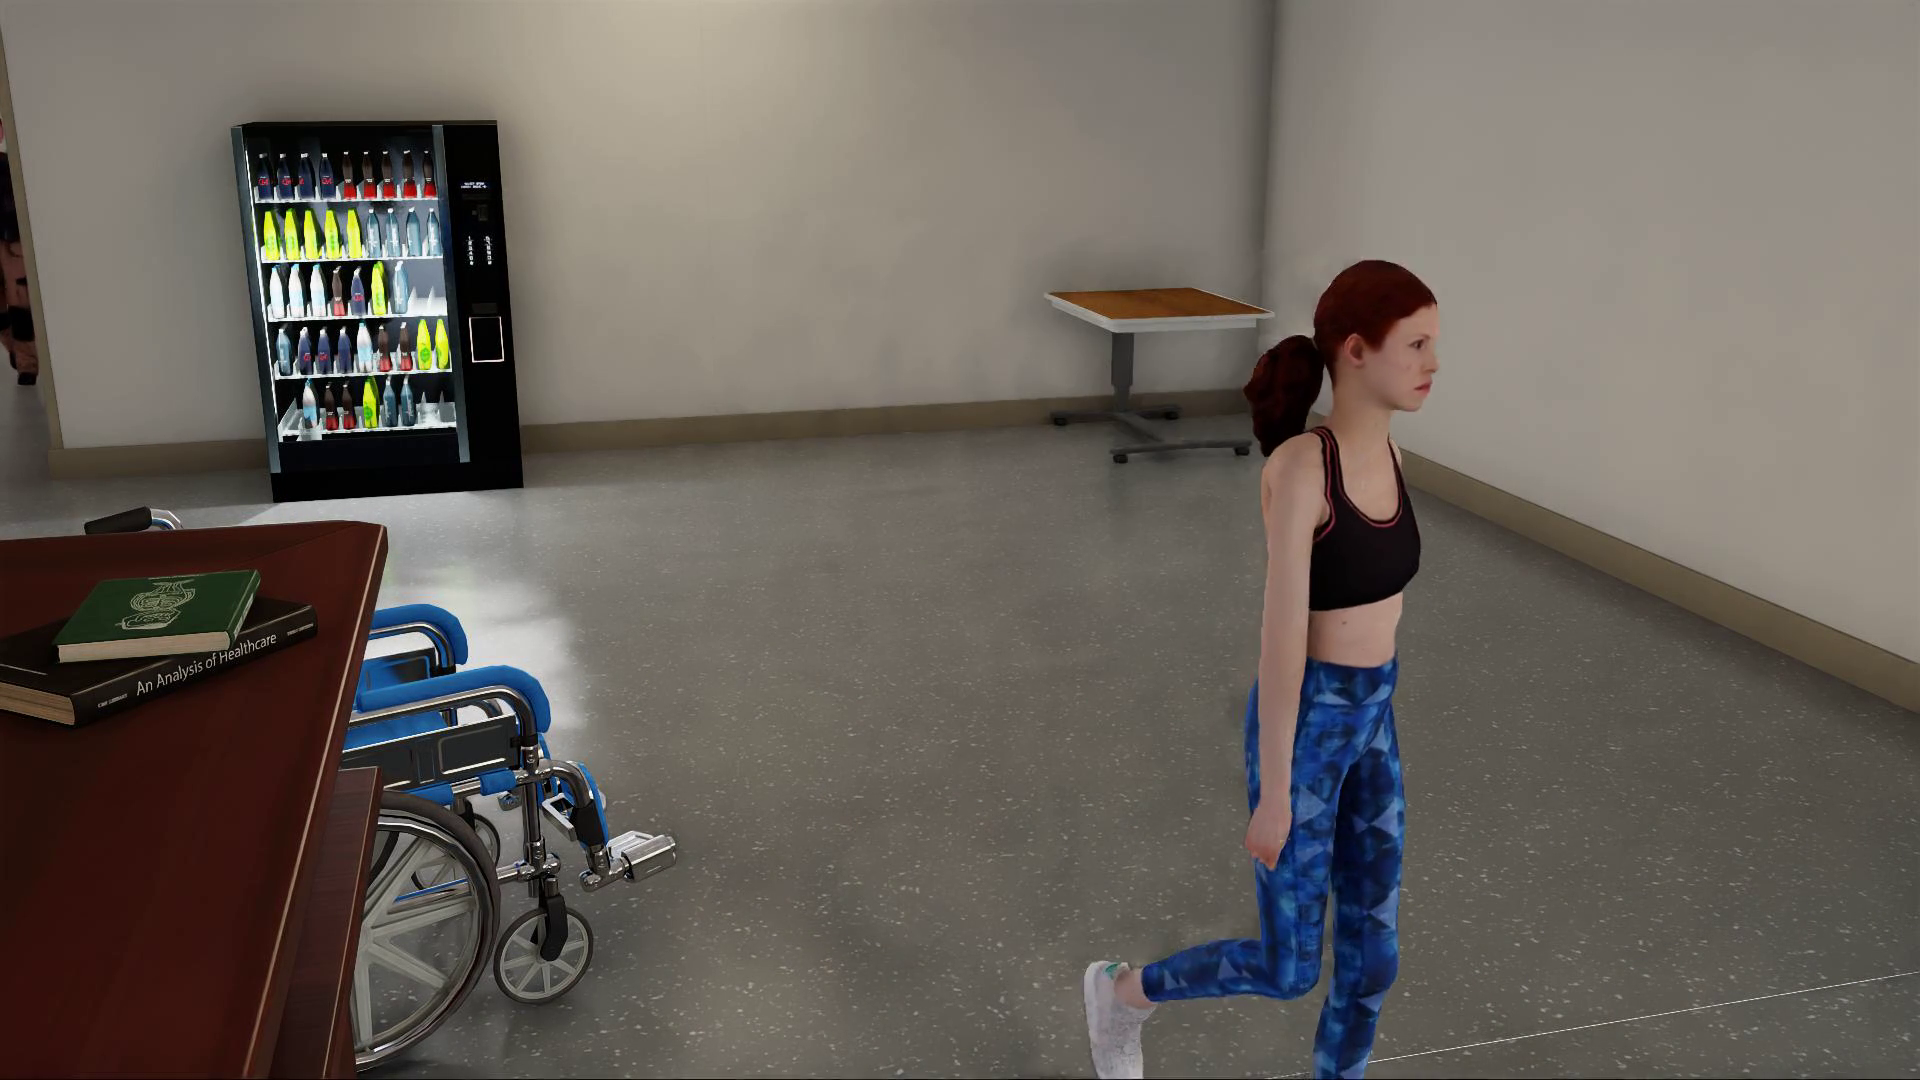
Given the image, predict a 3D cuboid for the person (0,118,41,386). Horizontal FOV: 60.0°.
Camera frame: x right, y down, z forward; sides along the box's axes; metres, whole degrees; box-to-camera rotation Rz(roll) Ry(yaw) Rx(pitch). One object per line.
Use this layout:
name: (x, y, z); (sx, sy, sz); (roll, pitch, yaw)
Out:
person: (-6.531, -1.987, 11.366); (0.984, 1.817, 0.748); (-5, 17, -17)

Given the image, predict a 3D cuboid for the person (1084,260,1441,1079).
person: (0.565, 0.403, 2.985); (1.026, 1.764, 0.990); (-15, 22, -43)
